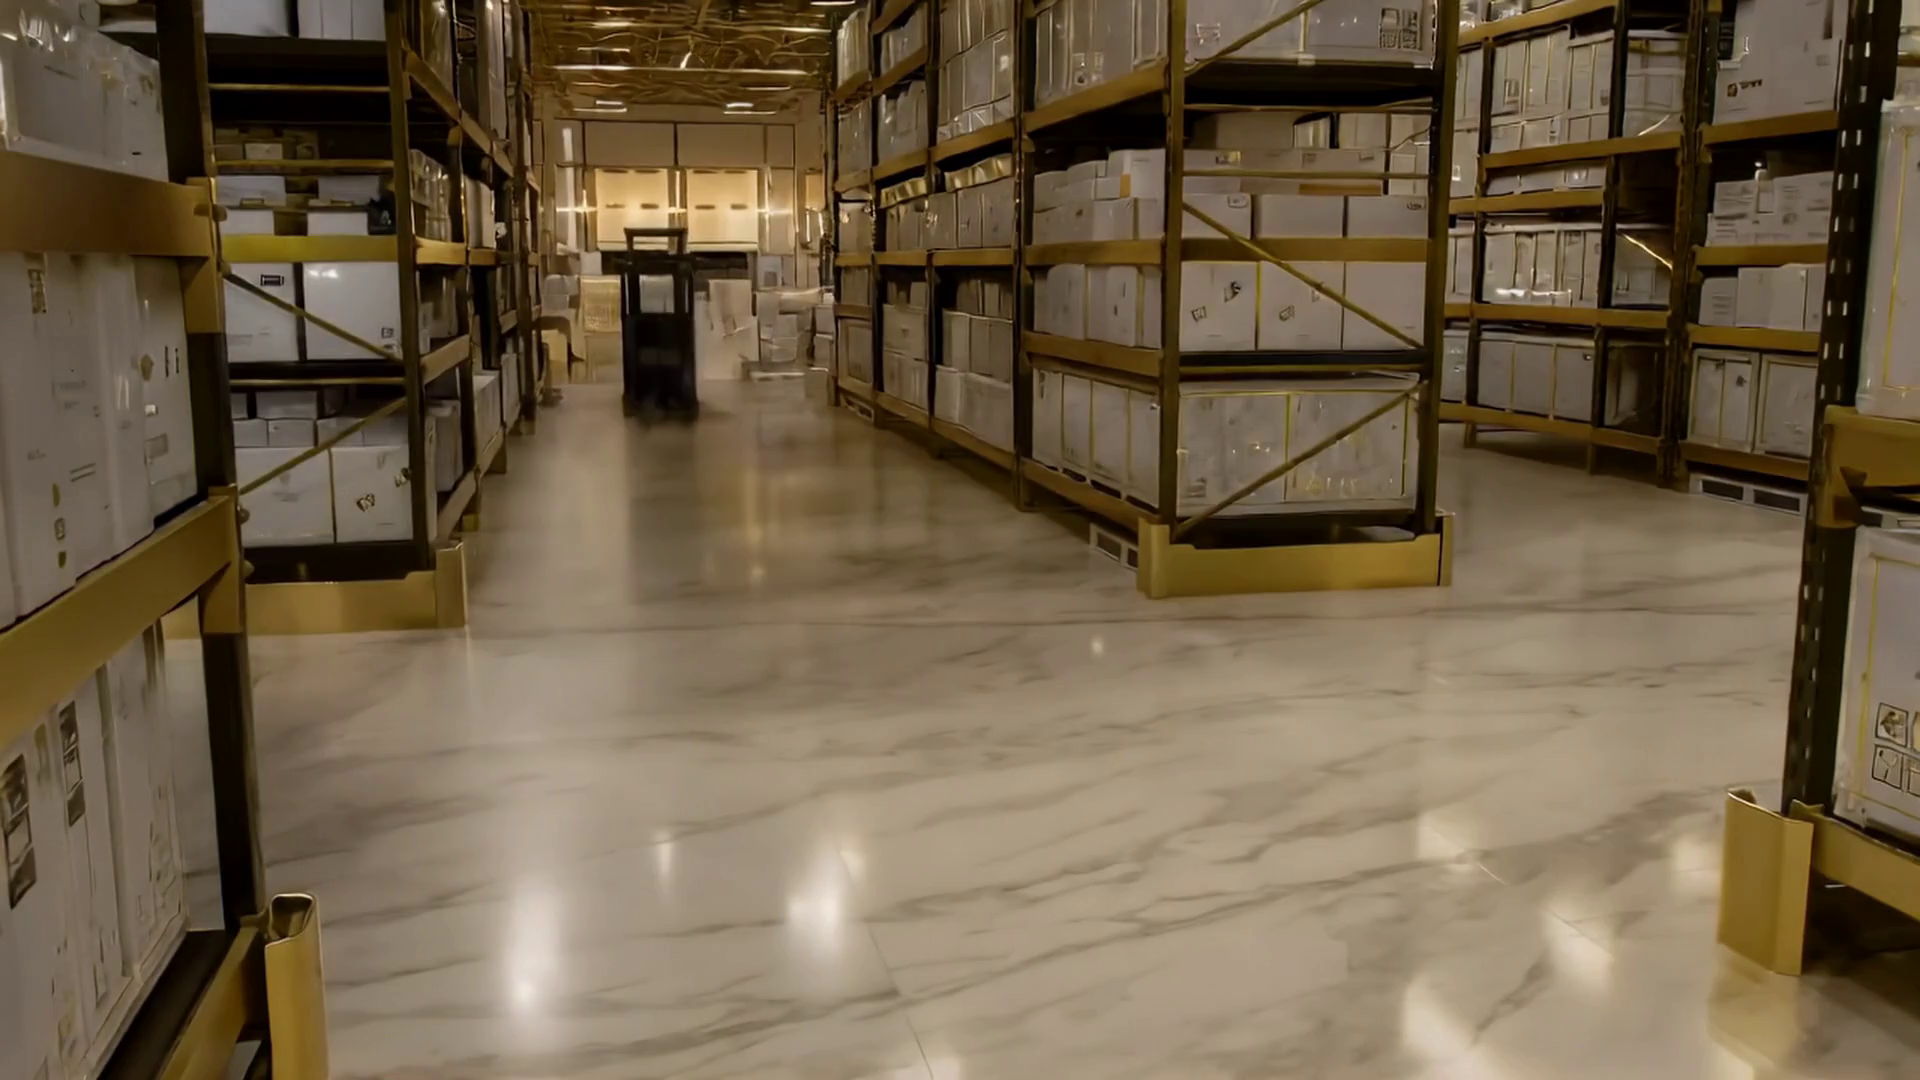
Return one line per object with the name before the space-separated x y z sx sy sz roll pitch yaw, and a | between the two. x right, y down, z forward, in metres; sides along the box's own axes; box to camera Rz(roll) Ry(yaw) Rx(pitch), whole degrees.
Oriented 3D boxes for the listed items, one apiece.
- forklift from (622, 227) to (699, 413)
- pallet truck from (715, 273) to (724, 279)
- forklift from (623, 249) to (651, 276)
forklift | -4.688 -3.430 25.730 1.129 2.768 1.873 -2 10 -12
pallet truck | -8.580 -8.986 62.280 1.885 1.965 0.823 1 9 5
forklift | -11.048 -8.569 57.054 1.129 2.768 1.873 -8 12 -39
